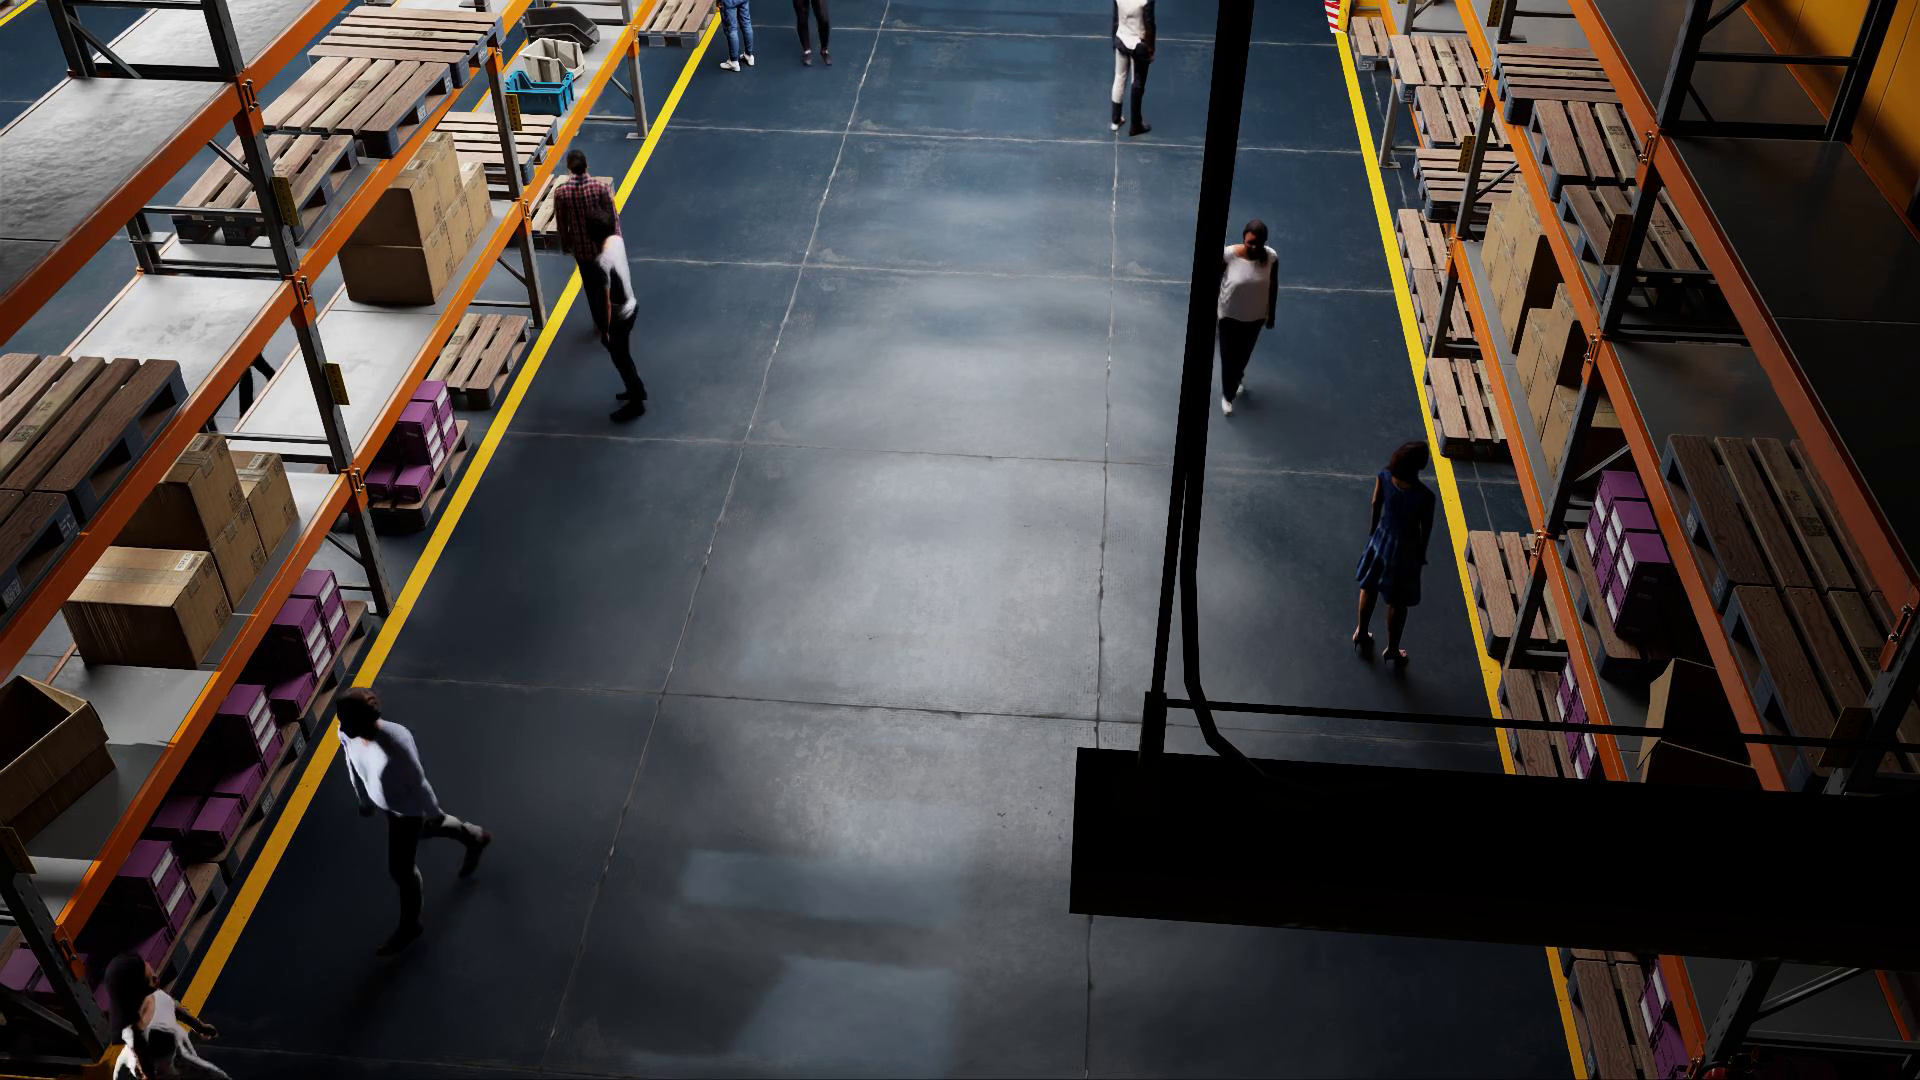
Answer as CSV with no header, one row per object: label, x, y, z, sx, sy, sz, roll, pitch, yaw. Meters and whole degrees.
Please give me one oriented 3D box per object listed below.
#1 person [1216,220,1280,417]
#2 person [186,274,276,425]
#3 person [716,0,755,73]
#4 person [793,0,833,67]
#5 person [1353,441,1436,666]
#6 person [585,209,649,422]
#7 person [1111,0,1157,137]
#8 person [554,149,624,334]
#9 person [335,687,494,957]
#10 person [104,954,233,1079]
person,2.371,-1.950,13.929,0.728,1.670,0.885,-3,39,-4
person,-5.950,-1.807,13.690,0.690,1.745,1.178,4,39,5
person,-2.644,-6.386,19.370,0.822,1.811,0.730,30,47,32
person,-1.803,-6.502,19.506,0.745,1.823,0.728,-6,39,-7
person,2.953,0.084,11.273,0.810,1.805,0.752,-28,46,-30
person,-2.748,-1.847,13.672,0.810,1.829,0.496,0,39,0
person,1.865,-5.337,17.993,0.780,1.891,0.793,27,46,30
person,-3.240,-2.583,14.656,0.771,1.751,0.693,-3,39,-4
person,-3.121,1.461,9.517,1.060,1.846,1.304,22,44,25
person,-3.951,2.651,8.113,1.052,1.738,1.123,-18,42,-21
